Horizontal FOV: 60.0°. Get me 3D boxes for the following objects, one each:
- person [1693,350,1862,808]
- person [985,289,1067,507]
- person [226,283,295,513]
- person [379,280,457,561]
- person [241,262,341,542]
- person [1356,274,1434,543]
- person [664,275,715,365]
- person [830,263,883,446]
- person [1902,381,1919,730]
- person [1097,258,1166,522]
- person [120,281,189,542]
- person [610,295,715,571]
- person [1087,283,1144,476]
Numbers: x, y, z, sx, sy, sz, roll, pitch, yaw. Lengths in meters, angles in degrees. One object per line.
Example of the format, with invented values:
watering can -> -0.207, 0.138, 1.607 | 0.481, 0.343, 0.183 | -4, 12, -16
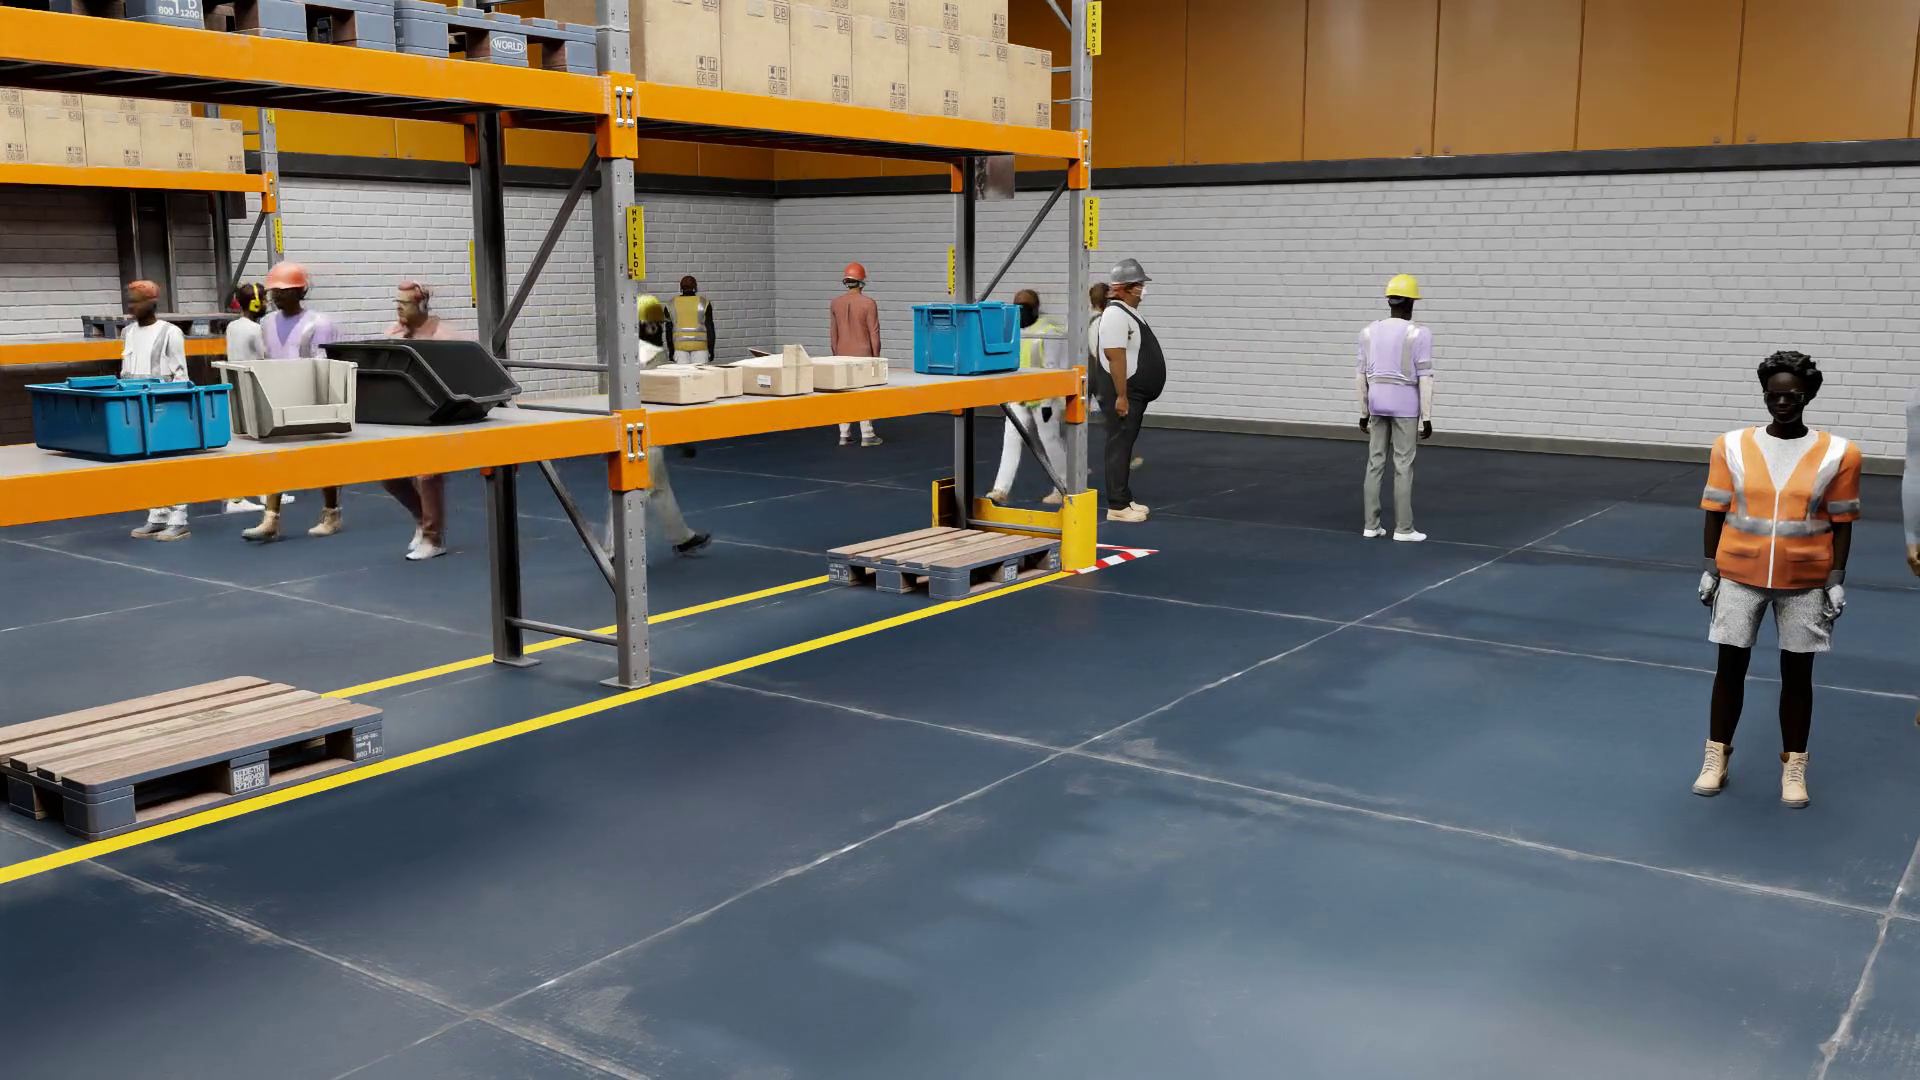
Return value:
person -> 3.033, 0.144, 6.205 | 0.535, 1.697, 0.318 | 5, 11, 29
person -> 0.572, -1.151, 13.624 | 0.962, 1.785, 0.649 | -9, 13, -43
person -> -5.663, -1.147, 13.476 | 0.762, 1.837, 0.515 | -9, 13, -42
person -> -3.677, -0.802, 11.246 | 0.680, 1.891, 0.423 | 5, 11, 25
person -> -4.823, -0.970, 11.924 | 0.637, 2.003, 0.941 | 3, 10, 17
person -> 3.146, -0.944, 12.000 | 0.594, 1.924, 0.373 | 9, 13, 44
person -> -3.387, -2.404, 20.953 | 0.627, 1.844, 0.429 | 0, 10, 1
person -> -1.132, -2.027, 18.240 | 0.612, 1.997, 0.376 | 5, 11, 27
person -> 4.129, -0.042, 6.702 | 0.630, 1.907, 0.914 | 4, 10, 24
person -> 1.346, -1.175, 13.035 | 0.537, 2.000, 0.682 | 2, 10, 11
person -> -5.861, -0.923, 12.047 | 0.603, 1.879, 0.431 | 4, 10, 24
person -> -1.976, -0.707, 10.994 | 0.912, 1.788, 0.599 | -7, 12, -35
person -> 1.347, -1.506, 15.683 | 0.907, 1.802, 0.542 | -7, 12, -35
